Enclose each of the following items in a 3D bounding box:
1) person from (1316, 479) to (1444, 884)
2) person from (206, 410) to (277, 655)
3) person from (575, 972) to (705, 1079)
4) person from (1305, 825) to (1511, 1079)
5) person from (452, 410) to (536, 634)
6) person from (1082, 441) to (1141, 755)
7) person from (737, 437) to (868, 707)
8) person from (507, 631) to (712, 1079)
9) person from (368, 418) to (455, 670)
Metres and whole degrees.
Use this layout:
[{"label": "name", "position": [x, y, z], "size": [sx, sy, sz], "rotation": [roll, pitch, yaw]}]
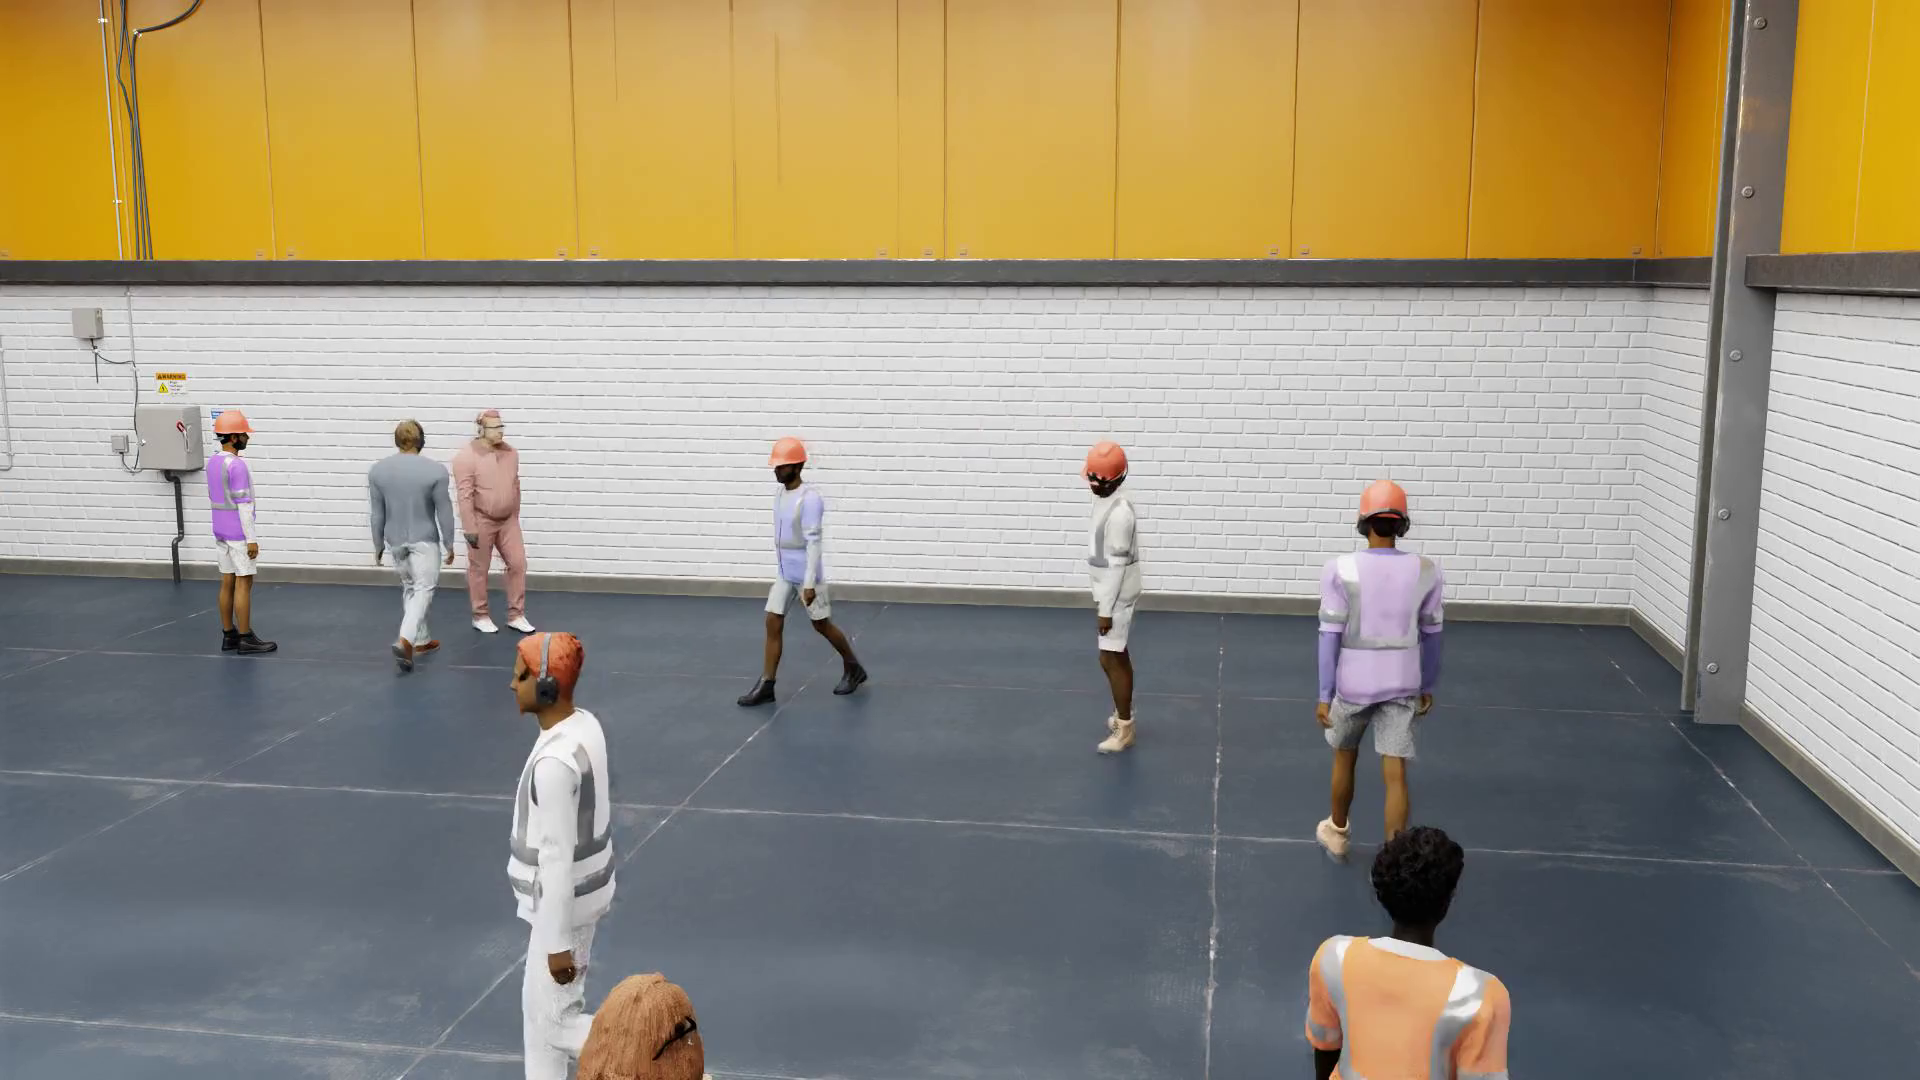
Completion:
[{"label": "person", "position": [2.067, 0.696, 8.315], "size": [0.633, 1.998, 0.954], "rotation": [0, 9, 0]}, {"label": "person", "position": [-5.721, -0.060, 13.185], "size": [0.545, 1.938, 0.360], "rotation": [8, 12, 40]}, {"label": "person", "position": [-0.661, 1.682, 3.398], "size": [0.513, 1.616, 0.541], "rotation": [5, 10, 28]}, {"label": "person", "position": [1.173, 1.521, 4.242], "size": [0.552, 1.667, 0.741], "rotation": [7, 12, 37]}, {"label": "person", "position": [-3.833, -0.133, 13.785], "size": [0.744, 1.878, 0.661], "rotation": [8, 12, 40]}, {"label": "person", "position": [0.952, 0.343, 10.582], "size": [0.419, 1.997, 0.789], "rotation": [0, 9, 0]}, {"label": "person", "position": [-1.085, 0.205, 11.717], "size": [0.995, 1.894, 0.563], "rotation": [-7, 12, -38]}, {"label": "person", "position": [-1.252, 1.214, 5.569], "size": [0.752, 1.863, 0.583], "rotation": [0, 9, -3]}, {"label": "person", "position": [-4.229, 0.023, 12.790], "size": [0.640, 1.912, 0.922], "rotation": [1, 9, 6]}]
